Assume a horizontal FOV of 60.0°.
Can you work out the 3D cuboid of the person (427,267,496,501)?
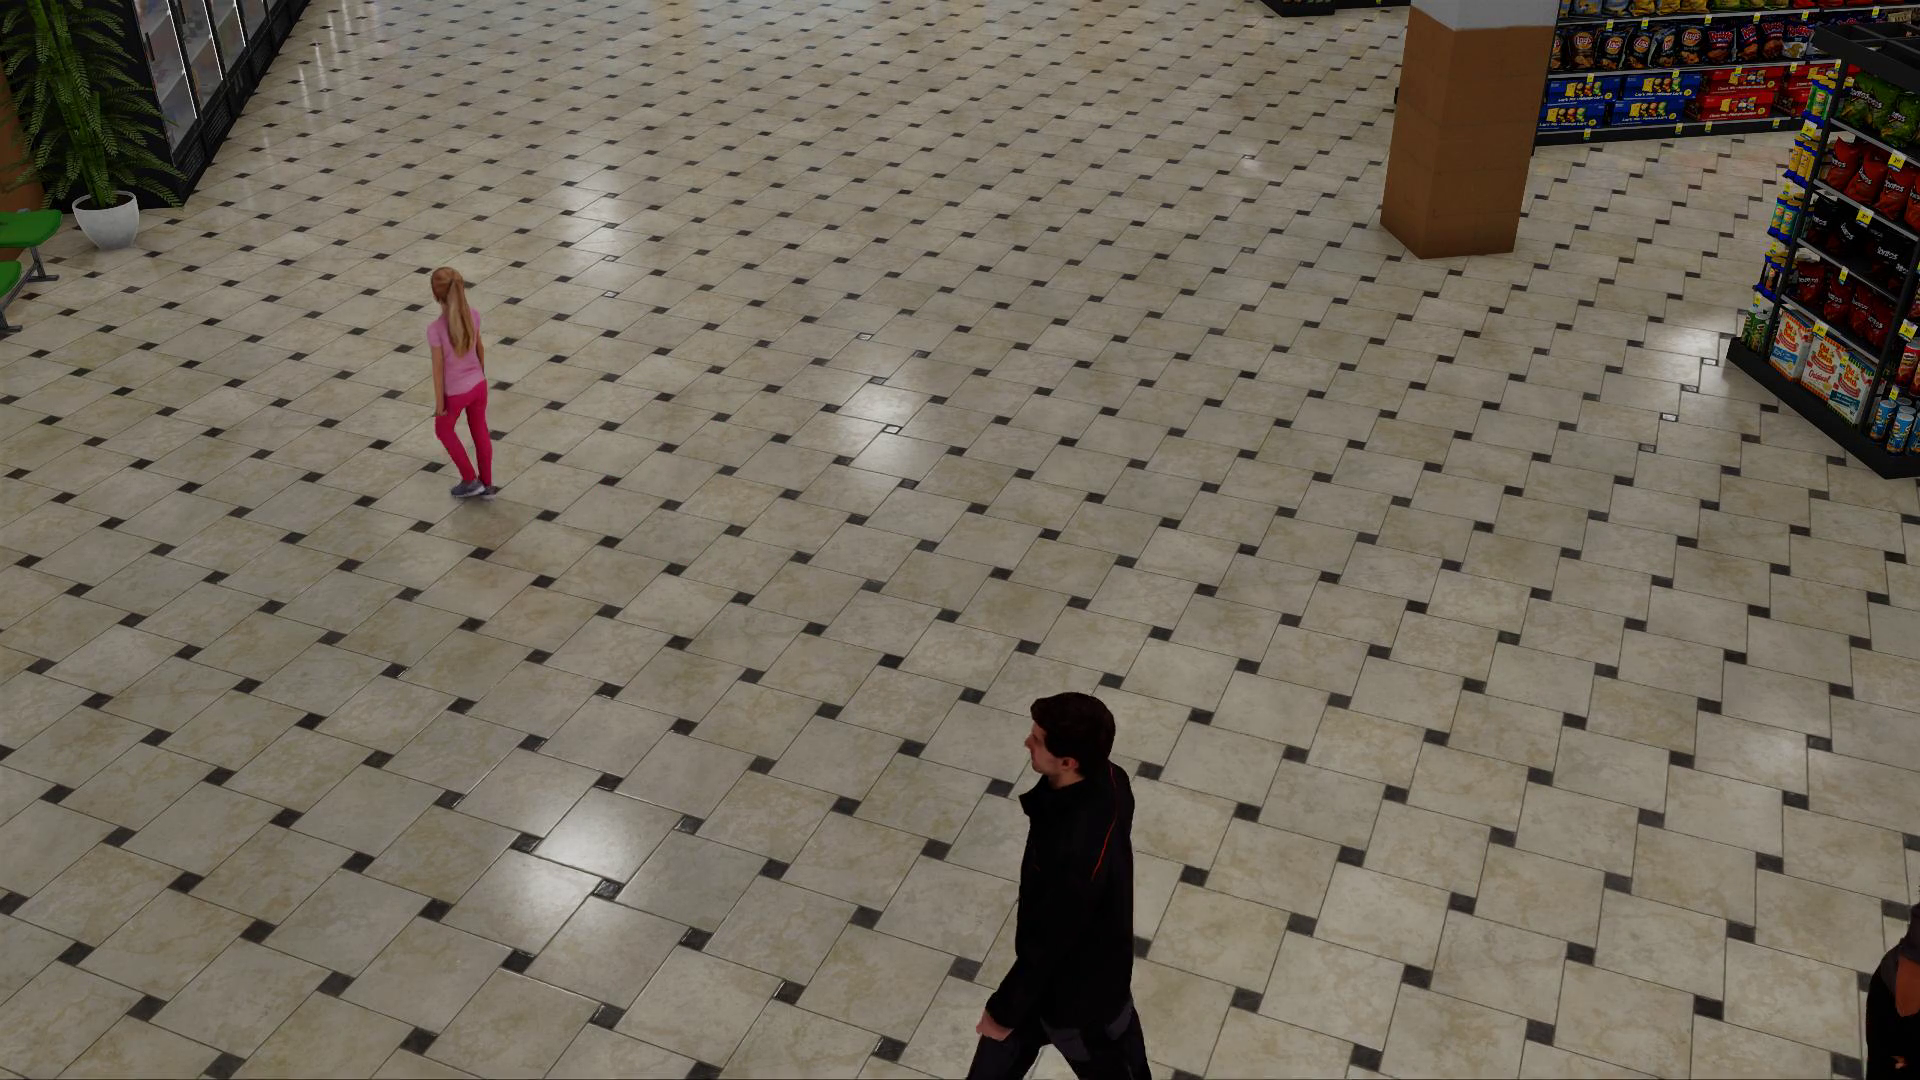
[{"bbox_3d":[-2.467,-0.758,8.359,0.665,1.269,0.601,22,38,31],"label":"person"}]

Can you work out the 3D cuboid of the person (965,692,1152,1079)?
[{"bbox_3d":[0.420,1.235,4.666,1.238,1.786,0.905,2,32,3],"label":"person"}]
